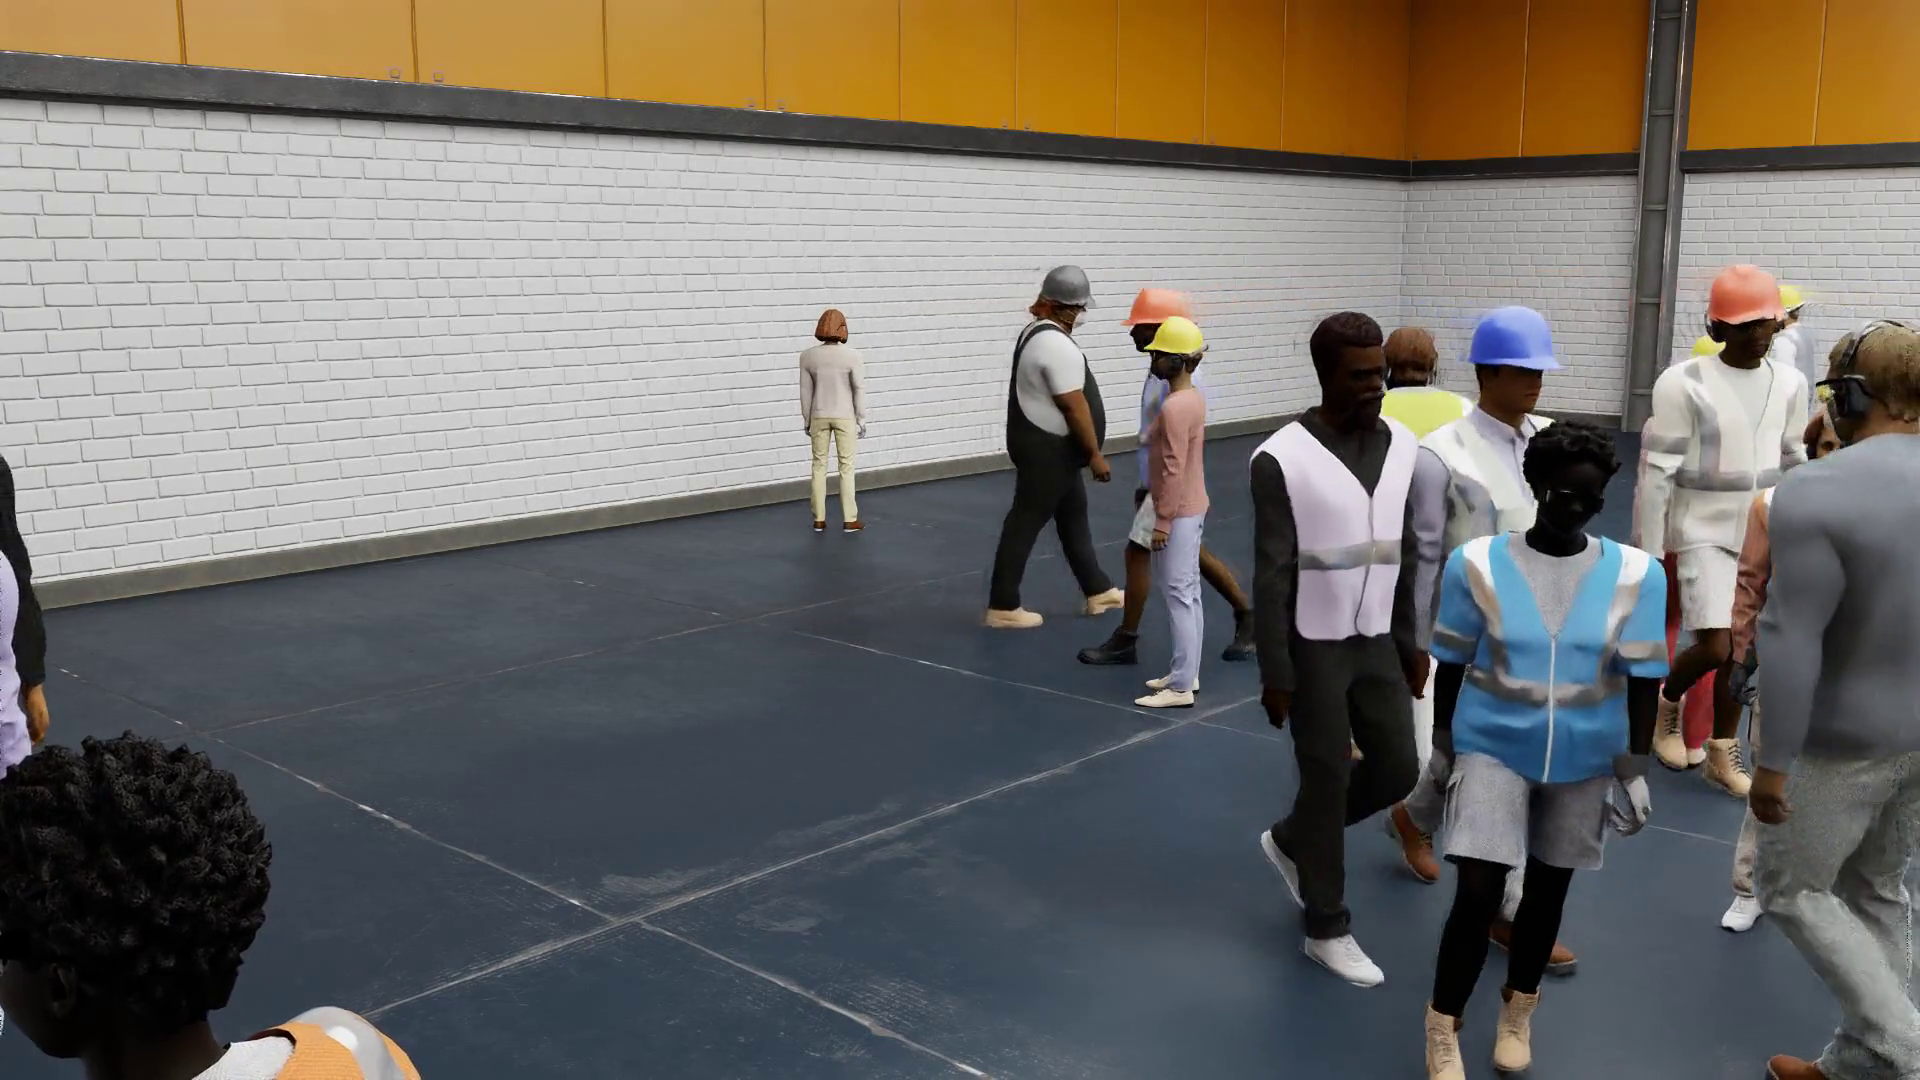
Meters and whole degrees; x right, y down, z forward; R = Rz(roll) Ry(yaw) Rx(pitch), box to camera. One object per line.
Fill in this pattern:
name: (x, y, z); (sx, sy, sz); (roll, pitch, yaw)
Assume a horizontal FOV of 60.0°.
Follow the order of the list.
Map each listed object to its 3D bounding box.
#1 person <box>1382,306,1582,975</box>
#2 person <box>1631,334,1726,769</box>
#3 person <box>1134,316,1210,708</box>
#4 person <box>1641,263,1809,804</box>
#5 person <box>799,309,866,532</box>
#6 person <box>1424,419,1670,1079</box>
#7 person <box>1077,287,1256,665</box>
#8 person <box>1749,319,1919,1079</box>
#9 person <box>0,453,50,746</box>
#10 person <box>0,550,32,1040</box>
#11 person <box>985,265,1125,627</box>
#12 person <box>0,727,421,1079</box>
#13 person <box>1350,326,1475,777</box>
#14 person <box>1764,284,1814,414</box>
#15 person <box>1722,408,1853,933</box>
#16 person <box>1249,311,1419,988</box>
person: (1.589, 0.244, 5.076); (0.613, 1.919, 0.936); (-5, 11, -26)
person: (3.016, 0.026, 6.762); (0.519, 1.746, 0.614); (5, 11, 27)
person: (0.970, -0.121, 7.546); (0.305, 1.772, 0.525); (3, 10, 16)
person: (2.866, -0.012, 6.211); (0.704, 2.020, 0.534); (-2, 10, -13)
person: (-0.926, -0.869, 12.189); (0.500, 1.633, 0.282); (2, 10, 13)
person: (1.400, 0.547, 3.989); (0.535, 1.672, 0.631); (2, 10, 10)
person: (1.117, -0.303, 8.232); (0.968, 1.900, 0.536); (1, 10, 3)
person: (2.098, 0.468, 3.774); (0.674, 1.916, 0.547); (-4, 11, -21)
person: (-2.714, 0.363, 4.256); (0.926, 1.965, 0.623); (9, 13, 42)
person: (-1.826, 0.642, 2.718); (0.359, 1.937, 0.635); (9, 13, 42)
person: (0.593, -0.527, 9.080); (1.011, 2.000, 0.701); (-1, 10, -7)
person: (-0.645, 0.992, 1.442); (0.321, 1.689, 0.530); (4, 11, 19)
person: (1.702, 0.085, 6.353); (0.613, 1.789, 1.005); (1, 10, 6)
person: (5.951, -0.945, 12.092); (0.422, 1.815, 0.608); (8, 13, 39)
person: (2.566, 0.402, 4.942); (0.523, 1.636, 0.310); (6, 11, 29)
person: (1.070, 0.297, 4.783); (0.621, 1.902, 0.516); (-6, 12, -31)
